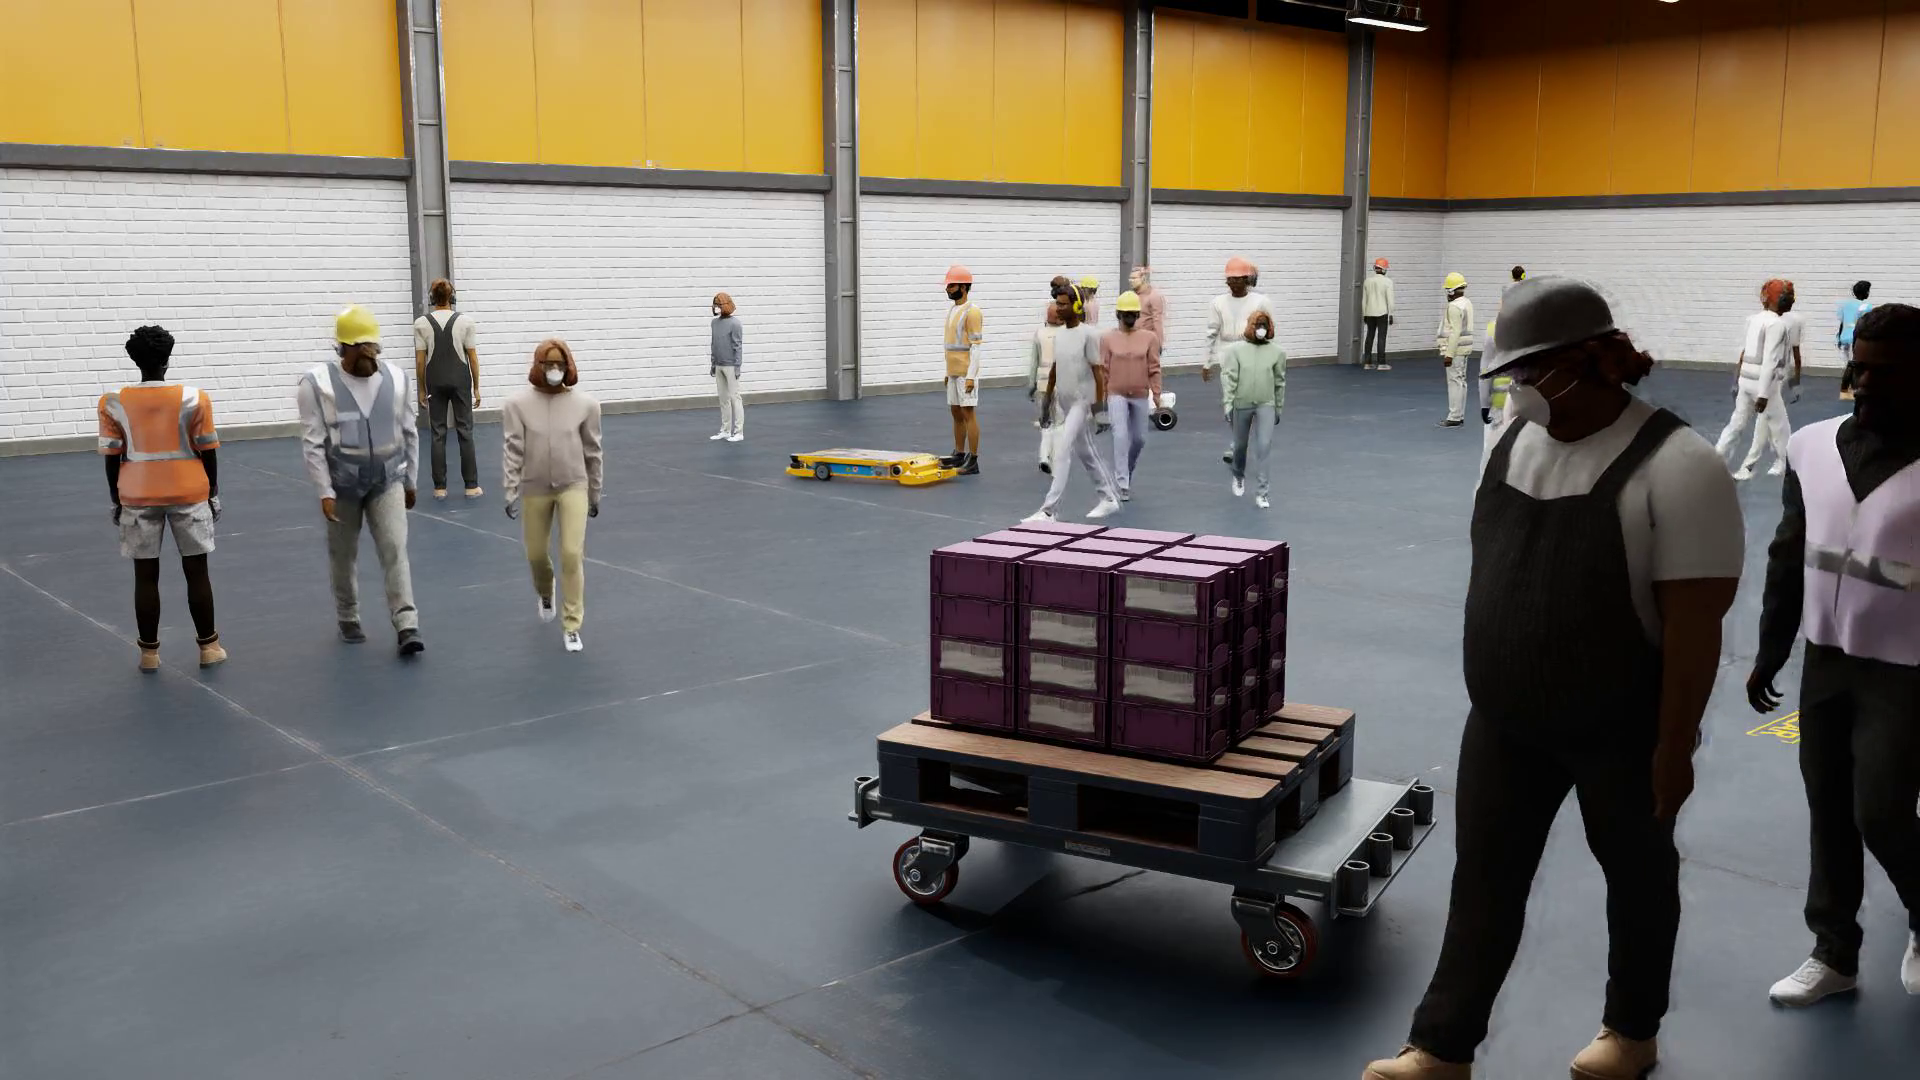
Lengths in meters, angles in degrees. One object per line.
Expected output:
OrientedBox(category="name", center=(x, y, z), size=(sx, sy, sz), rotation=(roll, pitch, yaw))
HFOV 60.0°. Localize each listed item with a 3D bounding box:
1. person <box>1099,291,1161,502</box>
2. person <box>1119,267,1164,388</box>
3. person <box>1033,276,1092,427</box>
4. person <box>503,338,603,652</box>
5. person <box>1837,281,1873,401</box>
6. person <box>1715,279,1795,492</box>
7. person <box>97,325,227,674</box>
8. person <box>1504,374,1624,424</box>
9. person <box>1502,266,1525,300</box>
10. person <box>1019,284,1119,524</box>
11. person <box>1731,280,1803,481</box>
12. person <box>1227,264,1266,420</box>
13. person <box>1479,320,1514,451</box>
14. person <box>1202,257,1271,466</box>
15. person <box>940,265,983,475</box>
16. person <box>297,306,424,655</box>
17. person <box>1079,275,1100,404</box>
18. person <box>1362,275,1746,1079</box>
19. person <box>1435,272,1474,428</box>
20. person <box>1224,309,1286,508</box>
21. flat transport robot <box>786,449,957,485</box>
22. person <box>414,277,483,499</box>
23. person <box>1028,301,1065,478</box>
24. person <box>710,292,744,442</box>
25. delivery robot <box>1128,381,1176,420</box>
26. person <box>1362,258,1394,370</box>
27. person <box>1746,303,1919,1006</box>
OrientedBox(category="person", center=(1.411, -1.222, 13.970), size=(0.528, 1.742, 0.743), rotation=(-1, 10, -4))
OrientedBox(category="person", center=(2.221, -2.527, 21.213), size=(0.789, 1.877, 0.641), rotation=(-5, 11, -26))
OrientedBox(category="person", center=(1.278, -2.260, 19.911), size=(0.956, 1.800, 0.642), rotation=(-6, 11, -30))
OrientedBox(category="person", center=(-2.119, -0.260, 8.713), size=(0.505, 1.610, 0.671), rotation=(-2, 10, -10))
OrientedBox(category="person", center=(12.581, -2.771, 23.201), size=(0.654, 1.673, 0.557), rotation=(-2, 10, -12))
OrientedBox(category="person", center=(6.869, -1.291, 14.137), size=(1.008, 1.825, 0.601), rotation=(1, 10, 3))
OrientedBox(category="person", center=(-3.865, -0.192, 8.084), size=(0.532, 1.693, 0.319), rotation=(-3, 10, -19))
OrientedBox(category="person", center=(3.687, -0.625, 10.173), size=(0.651, 1.851, 1.034), rotation=(0, 10, 1))
OrientedBox(category="person", center=(9.441, -3.727, 28.303), size=(0.510, 1.862, 0.323), rotation=(7, 12, 37))
OrientedBox(category="person", center=(0.868, -1.029, 12.634), size=(0.990, 1.823, 0.553), rotation=(-6, 11, -32))
OrientedBox(category="person", center=(7.381, -1.461, 15.189), size=(1.005, 1.817, 0.526), rotation=(-6, 12, -33))
OrientedBox(category="person", center=(3.510, -2.402, 20.343), size=(0.632, 1.925, 0.453), rotation=(10, 14, 44))
OrientedBox(category="person", center=(4.292, -1.058, 12.769), size=(0.632, 1.824, 0.508), rotation=(0, 10, 2))
OrientedBox(category="person", center=(2.635, -1.713, 16.082), size=(0.627, 1.999, 0.956), rotation=(6, 11, 30))
OrientedBox(category="person", center=(-0.005, -1.569, 15.421), size=(0.361, 1.939, 0.543), rotation=(-5, 11, -26))
OrientedBox(category="person", center=(-3.021, -0.297, 8.459), size=(0.600, 1.767, 0.929), rotation=(-6, 12, -33))
OrientedBox(category="person", center=(1.689, -2.580, 21.843), size=(0.304, 1.771, 0.523), rotation=(0, 10, 0))
OrientedBox(category="person", center=(1.374, 0.355, 3.864), size=(0.961, 2.000, 0.709), rotation=(-7, 12, -34))
OrientedBox(category="person", center=(5.821, -2.225, 19.586), size=(0.404, 1.829, 0.591), rotation=(6, 11, 30))
OrientedBox(category="person", center=(2.412, -1.101, 13.668), size=(0.500, 1.604, 0.762), rotation=(1, 10, 6))
OrientedBox(category="flat transport robot", center=(-0.809, -0.679, 15.092), size=(1.431, 0.197, 0.652), rotation=(5, 11, 28))
OrientedBox(category="person", center=(-4.261, -1.255, 13.865), size=(0.504, 1.845, 0.344), rotation=(-2, 10, -10))
OrientedBox(category="person", center=(0.890, -1.377, 15.218), size=(0.547, 1.625, 0.394), rotation=(6, 11, 30))
OrientedBox(category="person", center=(-2.562, -1.892, 18.231), size=(0.277, 1.628, 0.500), rotation=(-9, 13, -42))
OrientedBox(category="delivery robot", center=(2.159, -1.618, 19.482), size=(0.707, 0.478, 0.477), rotation=(0, 10, 3))
OrientedBox(category="person", center=(7.478, -4.035, 29.697), size=(0.396, 1.992, 0.622), rotation=(-8, 13, -39))
OrientedBox(category="person", center=(2.439, 0.327, 4.433), size=(0.454, 1.905, 0.604), rotation=(-5, 11, -27))
